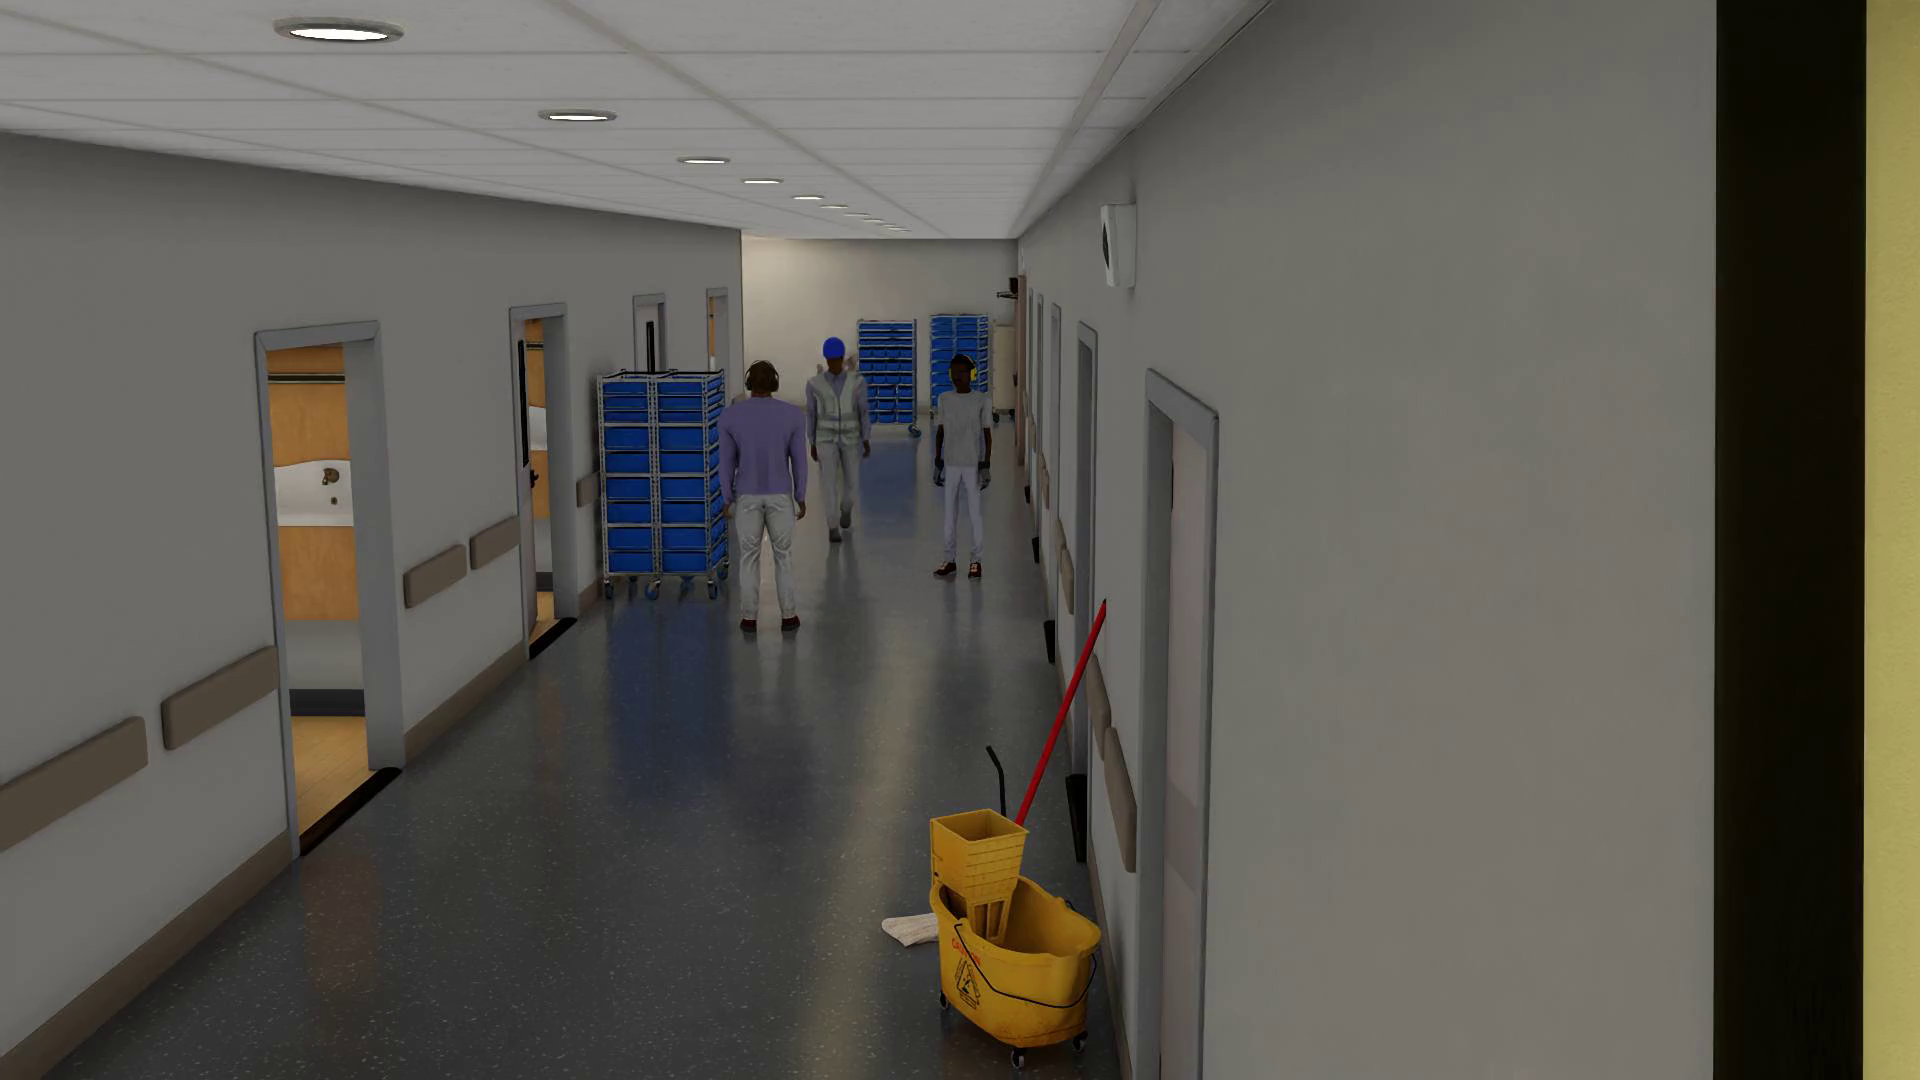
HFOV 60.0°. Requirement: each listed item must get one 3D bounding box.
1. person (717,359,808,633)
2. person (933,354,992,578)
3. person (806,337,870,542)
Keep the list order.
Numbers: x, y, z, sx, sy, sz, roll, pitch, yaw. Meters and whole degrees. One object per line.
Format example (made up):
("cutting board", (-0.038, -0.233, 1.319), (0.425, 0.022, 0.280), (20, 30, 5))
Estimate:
("person", (-1.394, -0.307, 11.810), (0.630, 1.938, 0.366), (-1, 10, -5))
("person", (0.018, -0.615, 13.861), (0.514, 1.872, 0.328), (3, 10, 18))
("person", (-1.168, -0.981, 15.891), (0.604, 1.925, 0.846), (-2, 10, -10))
